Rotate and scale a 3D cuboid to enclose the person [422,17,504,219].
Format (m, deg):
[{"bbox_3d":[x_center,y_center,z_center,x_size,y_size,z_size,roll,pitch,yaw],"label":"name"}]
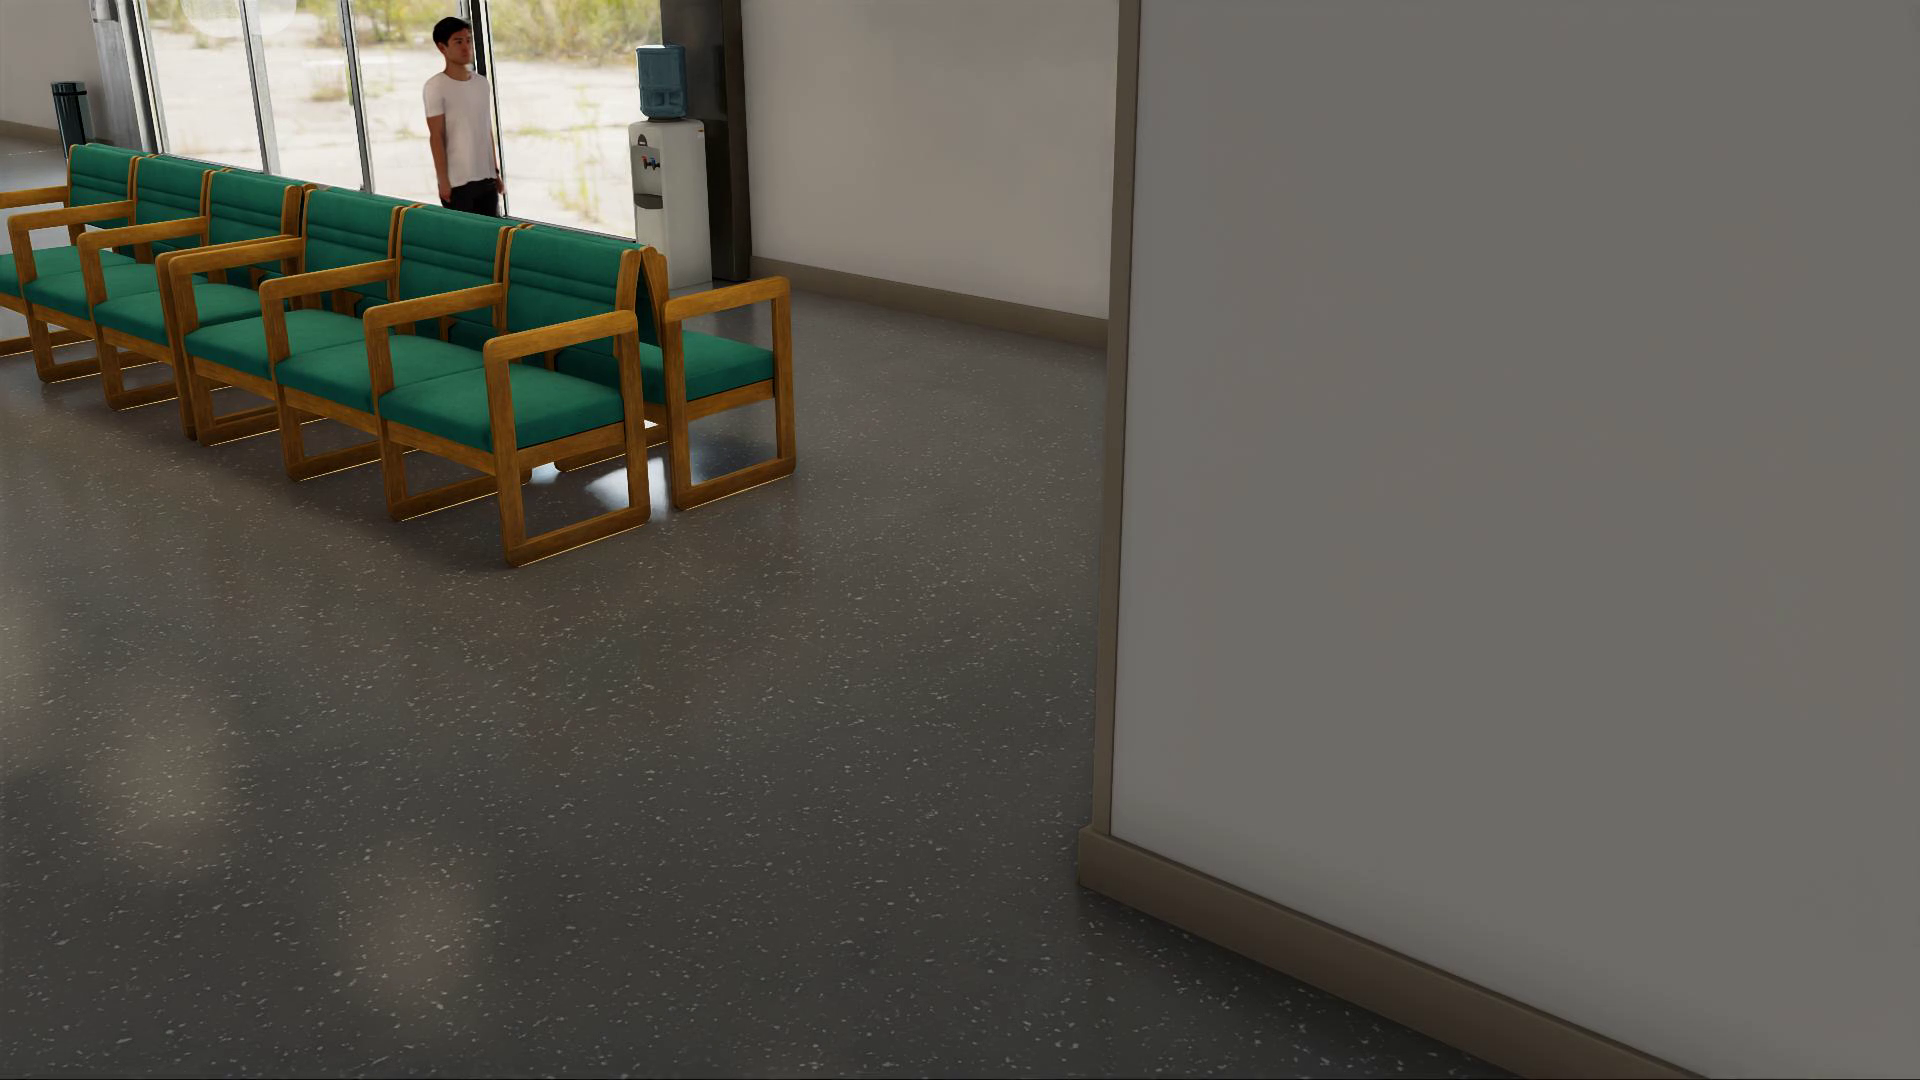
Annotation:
[{"bbox_3d":[-2.837,-2.111,9.545,0.723,1.722,0.538,11,23,27],"label":"person"}]
